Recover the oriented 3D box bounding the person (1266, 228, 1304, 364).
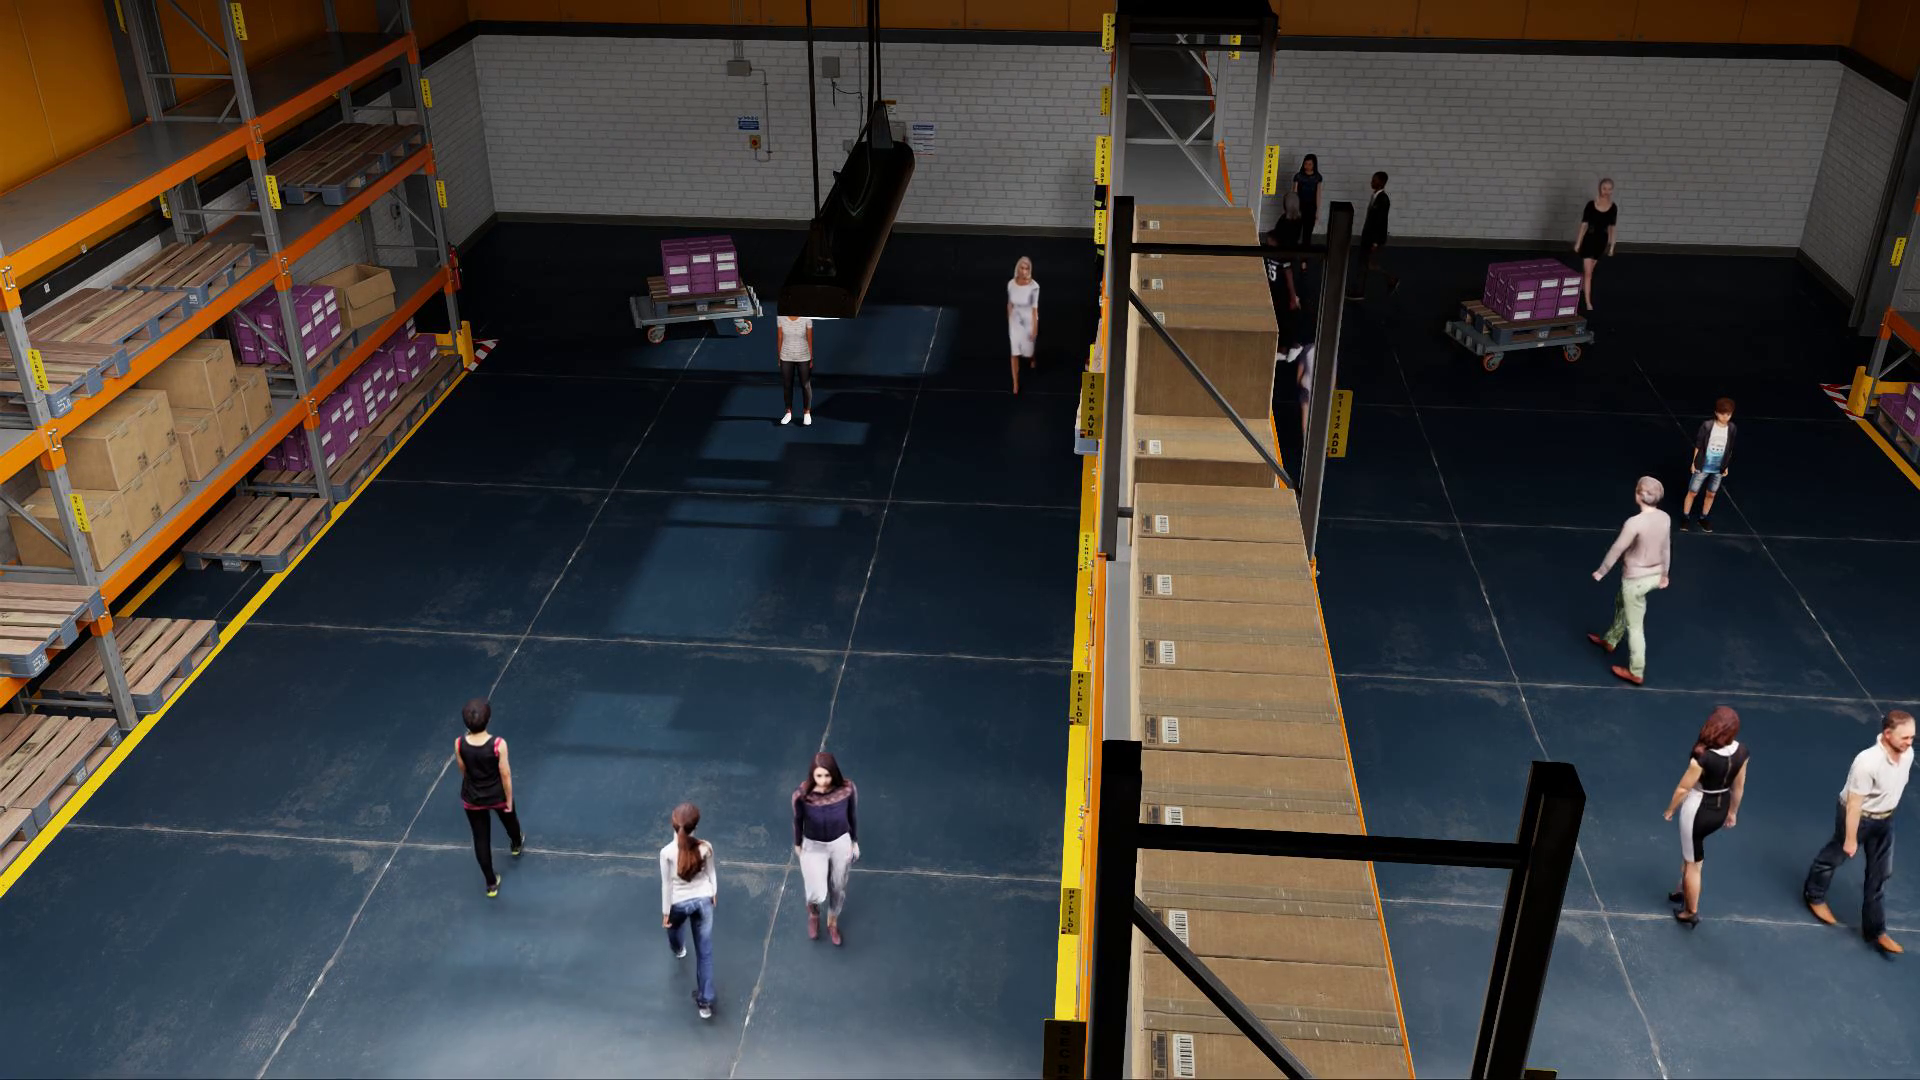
[{"bbox_3d":[4.028,-3.021,20.683,0.865,1.712,0.821,-13,31,-23],"label":"person"}]

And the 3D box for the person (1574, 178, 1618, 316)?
[{"bbox_3d":[8.488,-3.964,22.336,0.673,1.784,1.165,0,29,1],"label":"person"}]

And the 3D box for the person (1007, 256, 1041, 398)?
[{"bbox_3d":[0.780,-2.589,19.880,0.697,1.723,0.978,10,30,18],"label":"person"}]

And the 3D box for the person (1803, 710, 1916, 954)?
[{"bbox_3d":[6.201,1.885,11.564,0.947,1.832,1.131,-9,30,-16],"label":"person"}]

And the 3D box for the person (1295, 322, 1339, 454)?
[{"bbox_3d":[3.927,-1.655,18.376,0.594,1.524,0.988,3,29,6],"label":"person"}]

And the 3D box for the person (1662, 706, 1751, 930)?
[{"bbox_3d":[5.171,1.972,11.452,0.704,1.786,0.736,-8,30,-14],"label":"person"}]

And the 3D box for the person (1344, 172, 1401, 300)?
[{"bbox_3d":[5.681,-4.101,22.583,0.868,1.789,0.977,-4,29,-7],"label":"person"}]

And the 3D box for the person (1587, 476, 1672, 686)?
[{"bbox_3d":[5.896,0.408,14.272,1.002,1.831,1.113,-17,33,-28],"label":"person"}]

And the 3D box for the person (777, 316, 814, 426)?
[{"bbox_3d":[-1.882,-2.111,19.084,0.561,1.646,0.507,3,29,6],"label":"person"}]

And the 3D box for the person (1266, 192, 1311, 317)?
[{"bbox_3d":[4.330,-3.709,21.930,0.984,1.725,1.026,-23,36,-36],"label":"person"}]

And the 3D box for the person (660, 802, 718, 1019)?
[{"bbox_3d":[-1.744,2.446,10.874,0.808,1.509,1.131,-9,30,-16],"label":"person"}]

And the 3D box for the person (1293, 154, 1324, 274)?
[{"bbox_3d":[4.898,-4.651,23.652,0.550,1.731,0.493,3,29,6],"label":"person"}]

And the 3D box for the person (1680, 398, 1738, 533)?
[{"bbox_3d":[7.599,-0.769,16.832,0.529,1.446,0.501,3,29,6],"label":"person"}]

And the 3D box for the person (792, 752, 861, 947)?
[{"bbox_3d":[-0.921,2.086,11.444,0.673,1.594,0.677,-7,29,-13],"label":"person"}]

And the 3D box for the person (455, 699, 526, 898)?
[{"bbox_3d":[-3.408,1.872,11.910,0.644,1.524,0.953,-3,29,-5],"label":"person"}]
